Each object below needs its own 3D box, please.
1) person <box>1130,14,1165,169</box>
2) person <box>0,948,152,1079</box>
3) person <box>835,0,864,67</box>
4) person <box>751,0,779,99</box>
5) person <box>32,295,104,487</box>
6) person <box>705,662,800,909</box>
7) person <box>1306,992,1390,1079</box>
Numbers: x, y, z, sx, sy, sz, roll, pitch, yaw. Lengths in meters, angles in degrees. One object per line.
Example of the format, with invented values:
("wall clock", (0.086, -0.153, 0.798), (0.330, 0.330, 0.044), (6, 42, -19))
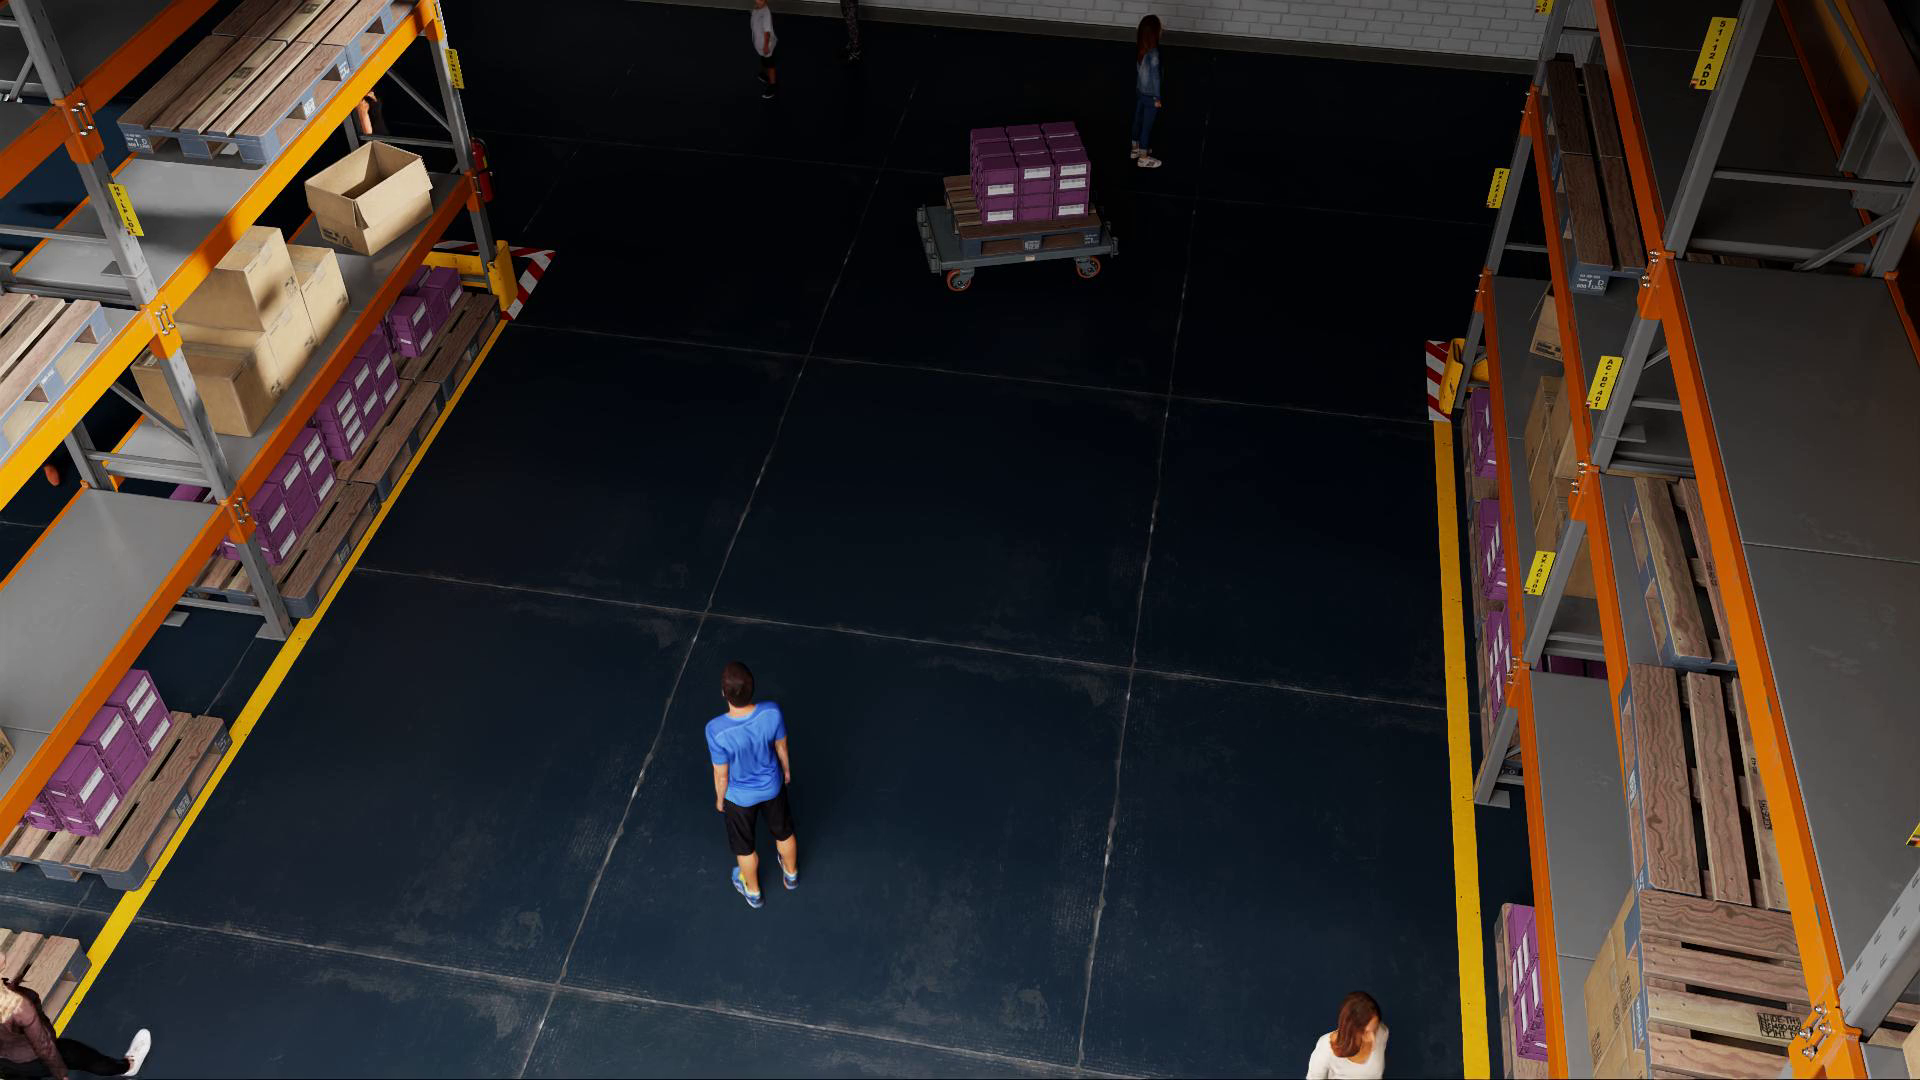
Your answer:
("person", (1.751, -4.198, 15.525), (0.695, 1.477, 0.582), (-12, 45, -12))
("person", (-4.645, 2.629, 8.232), (0.604, 1.652, 1.072), (8, 44, 8))
("person", (-1.140, -5.686, 16.916), (0.712, 1.713, 0.608), (-7, 44, -7))
("person", (-1.942, -5.017, 16.554), (0.759, 1.243, 0.619), (-9, 44, -9))
("person", (-6.826, -1.257, 12.197), (0.746, 1.809, 0.840), (-33, 52, -30))
("person", (-1.166, 1.393, 9.375), (0.702, 1.866, 0.741), (-20, 47, -20))
("person", (1.832, 2.712, 8.123), (0.696, 1.682, 0.730), (-20, 47, -20))
